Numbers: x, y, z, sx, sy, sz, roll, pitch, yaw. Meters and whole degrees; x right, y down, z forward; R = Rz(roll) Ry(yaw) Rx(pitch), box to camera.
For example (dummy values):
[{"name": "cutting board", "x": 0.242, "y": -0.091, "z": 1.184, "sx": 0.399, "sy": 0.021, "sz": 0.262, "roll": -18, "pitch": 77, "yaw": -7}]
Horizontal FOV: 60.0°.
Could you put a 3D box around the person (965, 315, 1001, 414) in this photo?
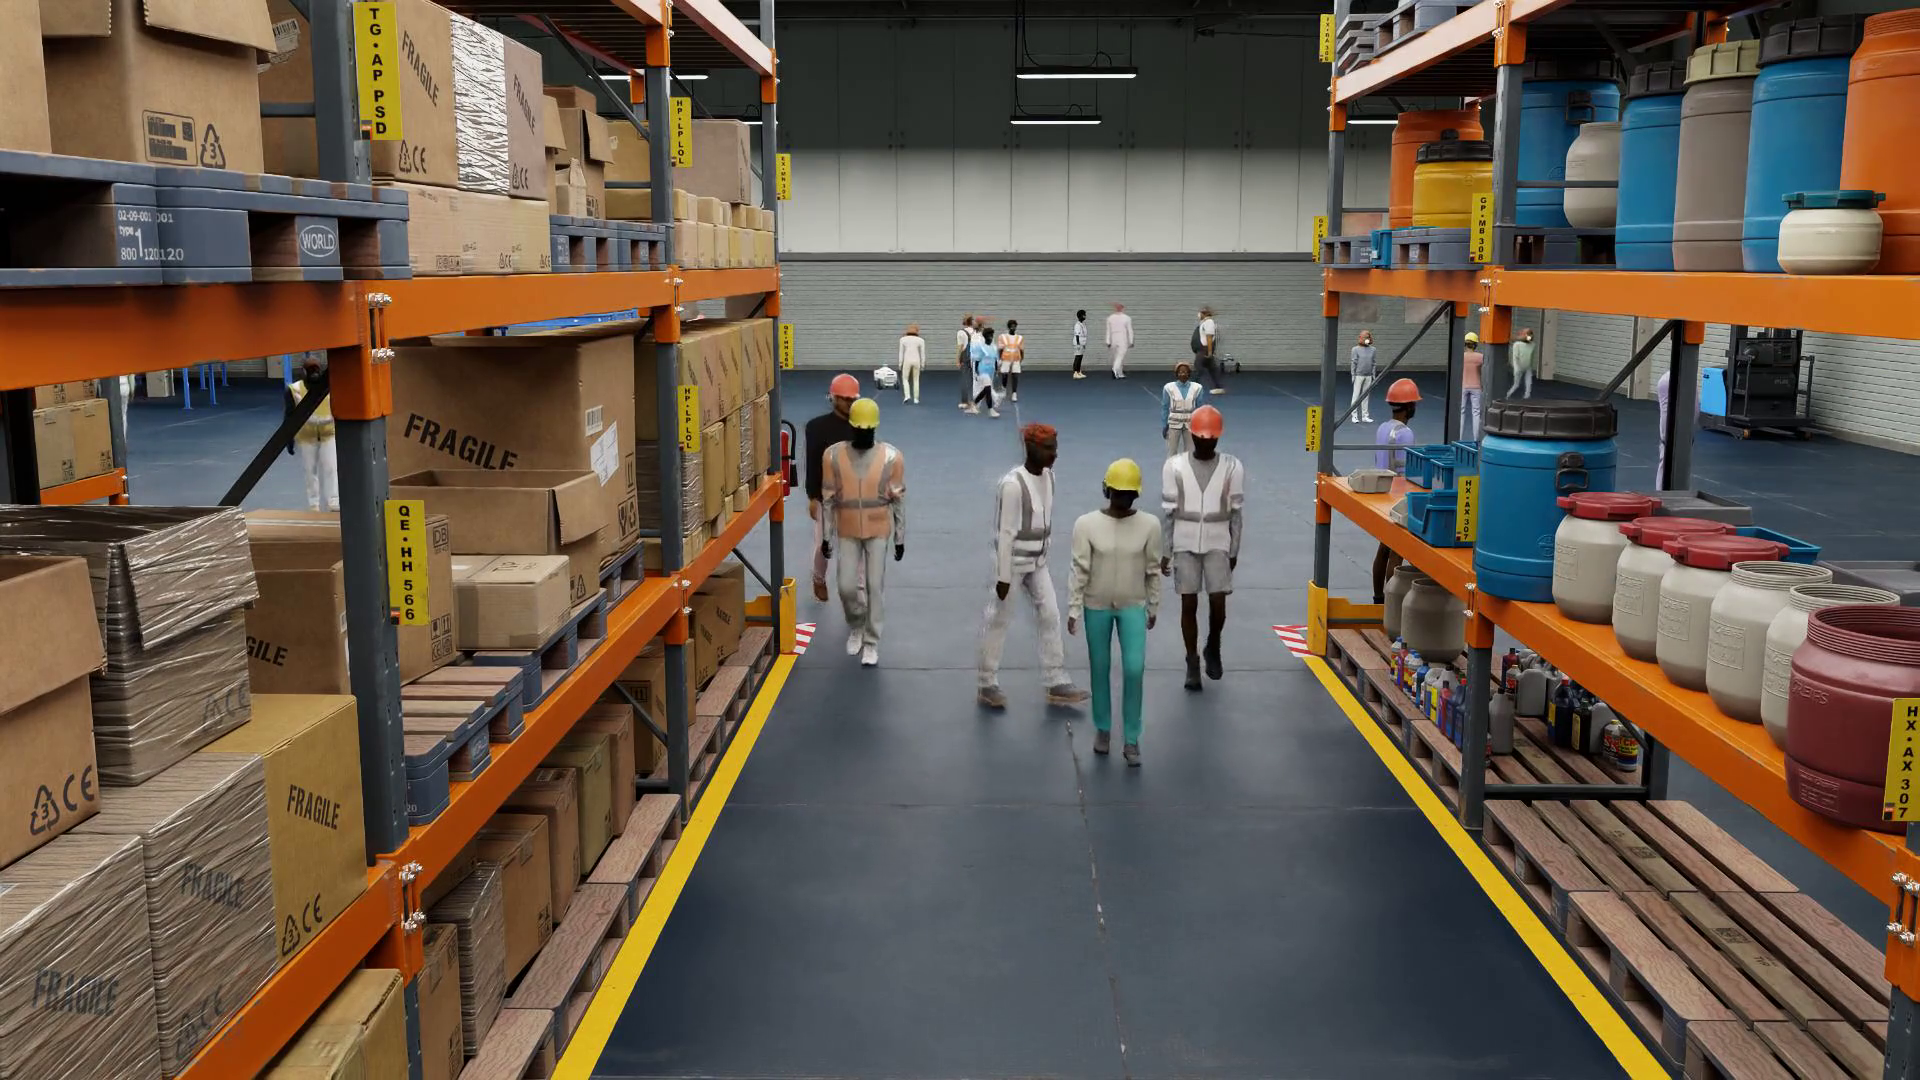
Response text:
[{"name": "person", "x": 0.440, "y": -3.354, "z": 31.704, "sx": 0.755, "sy": 1.863, "sz": 0.573, "roll": -5, "pitch": 11, "yaw": -28}]

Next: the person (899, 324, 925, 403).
[{"name": "person", "x": -0.974, "y": -3.576, "z": 33.720, "sx": 0.544, "sy": 1.621, "sz": 0.413, "roll": -1, "pitch": 10, "yaw": -5}]

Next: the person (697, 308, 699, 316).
[{"name": "person", "x": -5.715, "y": -4.083, "z": 35.803, "sx": 0.633, "sy": 1.938, "sz": 0.356, "roll": -5, "pitch": 11, "yaw": -27}]

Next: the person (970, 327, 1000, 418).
[{"name": "person", "x": 0.444, "y": -3.108, "z": 30.782, "sx": 0.794, "sy": 1.661, "sz": 0.539, "roll": 9, "pitch": 13, "yaw": 43}]

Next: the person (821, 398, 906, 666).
[{"name": "person", "x": -0.687, "y": -0.056, "z": 11.776, "sx": 0.614, "sy": 1.906, "sz": 0.423, "roll": 0, "pitch": 9, "yaw": 2}]

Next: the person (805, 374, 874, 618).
[{"name": "person", "x": -0.991, "y": -0.382, "z": 13.574, "sx": 0.624, "sy": 1.966, "sz": 0.852, "roll": -3, "pitch": 10, "yaw": -19}]

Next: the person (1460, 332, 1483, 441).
[{"name": "person", "x": 7.932, "y": -2.347, "z": 25.934, "sx": 0.526, "sy": 1.765, "sz": 0.329, "roll": 2, "pitch": 10, "yaw": 15}]

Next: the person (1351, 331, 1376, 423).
[{"name": "person", "x": 7.216, "y": -2.919, "z": 29.747, "sx": 0.507, "sy": 1.633, "sz": 0.278, "roll": -3, "pitch": 10, "yaw": -20}]

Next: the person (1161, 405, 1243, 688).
[{"name": "person", "x": 1.610, "y": 0.048, "z": 11.124, "sx": 0.545, "sy": 1.915, "sz": 0.419, "roll": 1, "pitch": 10, "yaw": 8}]

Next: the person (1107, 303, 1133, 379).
[{"name": "person", "x": 3.894, "y": -4.886, "z": 40.817, "sx": 0.642, "sy": 1.878, "sz": 0.845, "roll": 7, "pitch": 12, "yaw": 35}]

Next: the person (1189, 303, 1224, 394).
[{"name": "person", "x": 5.272, "y": -4.155, "z": 36.058, "sx": 1.040, "sy": 2.000, "sz": 0.700, "roll": 1, "pitch": 10, "yaw": 6}]

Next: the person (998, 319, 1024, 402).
[{"name": "person", "x": 1.057, "y": -3.702, "z": 34.246, "sx": 0.550, "sy": 1.688, "sz": 0.430, "roll": -1, "pitch": 10, "yaw": -8}]

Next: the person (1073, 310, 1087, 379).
[{"name": "person", "x": 2.964, "y": -4.838, "z": 41.078, "sx": 0.322, "sy": 1.689, "sz": 0.530, "roll": 3, "pitch": 10, "yaw": 19}]

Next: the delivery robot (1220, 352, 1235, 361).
[{"name": "delivery robot", "x": 6.936, "y": -4.754, "z": 43.036, "sx": 0.335, "sy": 0.223, "sz": 0.698, "roll": 4, "pitch": 10, "yaw": 23}]

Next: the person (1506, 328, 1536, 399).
[{"name": "person", "x": 10.790, "y": -3.278, "z": 31.960, "sx": 0.500, "sy": 1.610, "sz": 0.652, "roll": -2, "pitch": 10, "yaw": -12}]

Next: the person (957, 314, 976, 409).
[{"name": "person", "x": 0.171, "y": -3.511, "z": 32.659, "sx": 0.508, "sy": 1.846, "sz": 0.345, "roll": -4, "pitch": 10, "yaw": -21}]

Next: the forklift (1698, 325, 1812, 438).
[{"name": "forklift", "x": 13.248, "y": -3.165, "z": 27.620, "sx": 1.129, "sy": 2.768, "sz": 1.873, "roll": 0, "pitch": 9, "yaw": 1}]

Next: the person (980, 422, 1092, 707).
[{"name": "person", "x": 0.469, "y": 0.173, "z": 10.642, "sx": 0.785, "sy": 1.842, "sz": 0.613, "roll": 6, "pitch": 11, "yaw": 33}]

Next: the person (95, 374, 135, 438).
[{"name": "person", "x": -12.659, "y": -2.259, "z": 24.906, "sx": 0.614, "sy": 1.933, "sz": 0.666, "roll": -9, "pitch": 13, "yaw": -42}]

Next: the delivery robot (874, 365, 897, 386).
[{"name": "delivery robot", "x": -1.689, "y": -3.736, "z": 37.712, "sx": 0.477, "sy": 0.478, "sz": 0.707, "roll": -4, "pitch": 10, "yaw": -21}]

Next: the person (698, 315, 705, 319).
[{"name": "person", "x": -4.769, "y": -3.193, "z": 30.599, "sx": 0.546, "sy": 1.911, "sz": 0.832, "roll": -3, "pitch": 10, "yaw": -15}]

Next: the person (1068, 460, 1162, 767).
[{"name": "person", "x": 0.885, "y": 0.410, "z": 9.500, "sx": 0.544, "sy": 1.737, "sz": 0.720, "roll": 0, "pitch": 9, "yaw": 2}]

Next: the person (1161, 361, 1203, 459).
[{"name": "person", "x": 2.742, "y": -1.386, "z": 20.548, "sx": 0.521, "sy": 1.638, "sz": 0.309, "roll": 0, "pitch": 9, "yaw": -1}]

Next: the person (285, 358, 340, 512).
[{"name": "person", "x": -7.180, "y": -1.130, "z": 18.565, "sx": 0.661, "sy": 1.786, "sz": 0.980, "roll": -4, "pitch": 10, "yaw": -25}]

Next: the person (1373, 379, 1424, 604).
[{"name": "person", "x": 3.478, "y": -0.305, "z": 13.178, "sx": 0.360, "sy": 1.939, "sz": 0.545, "roll": -2, "pitch": 10, "yaw": -9}]

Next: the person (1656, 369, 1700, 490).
[{"name": "person", "x": 8.122, "y": -1.225, "z": 18.787, "sx": 0.641, "sy": 1.908, "sz": 0.407, "roll": -9, "pitch": 13, "yaw": -43}]
